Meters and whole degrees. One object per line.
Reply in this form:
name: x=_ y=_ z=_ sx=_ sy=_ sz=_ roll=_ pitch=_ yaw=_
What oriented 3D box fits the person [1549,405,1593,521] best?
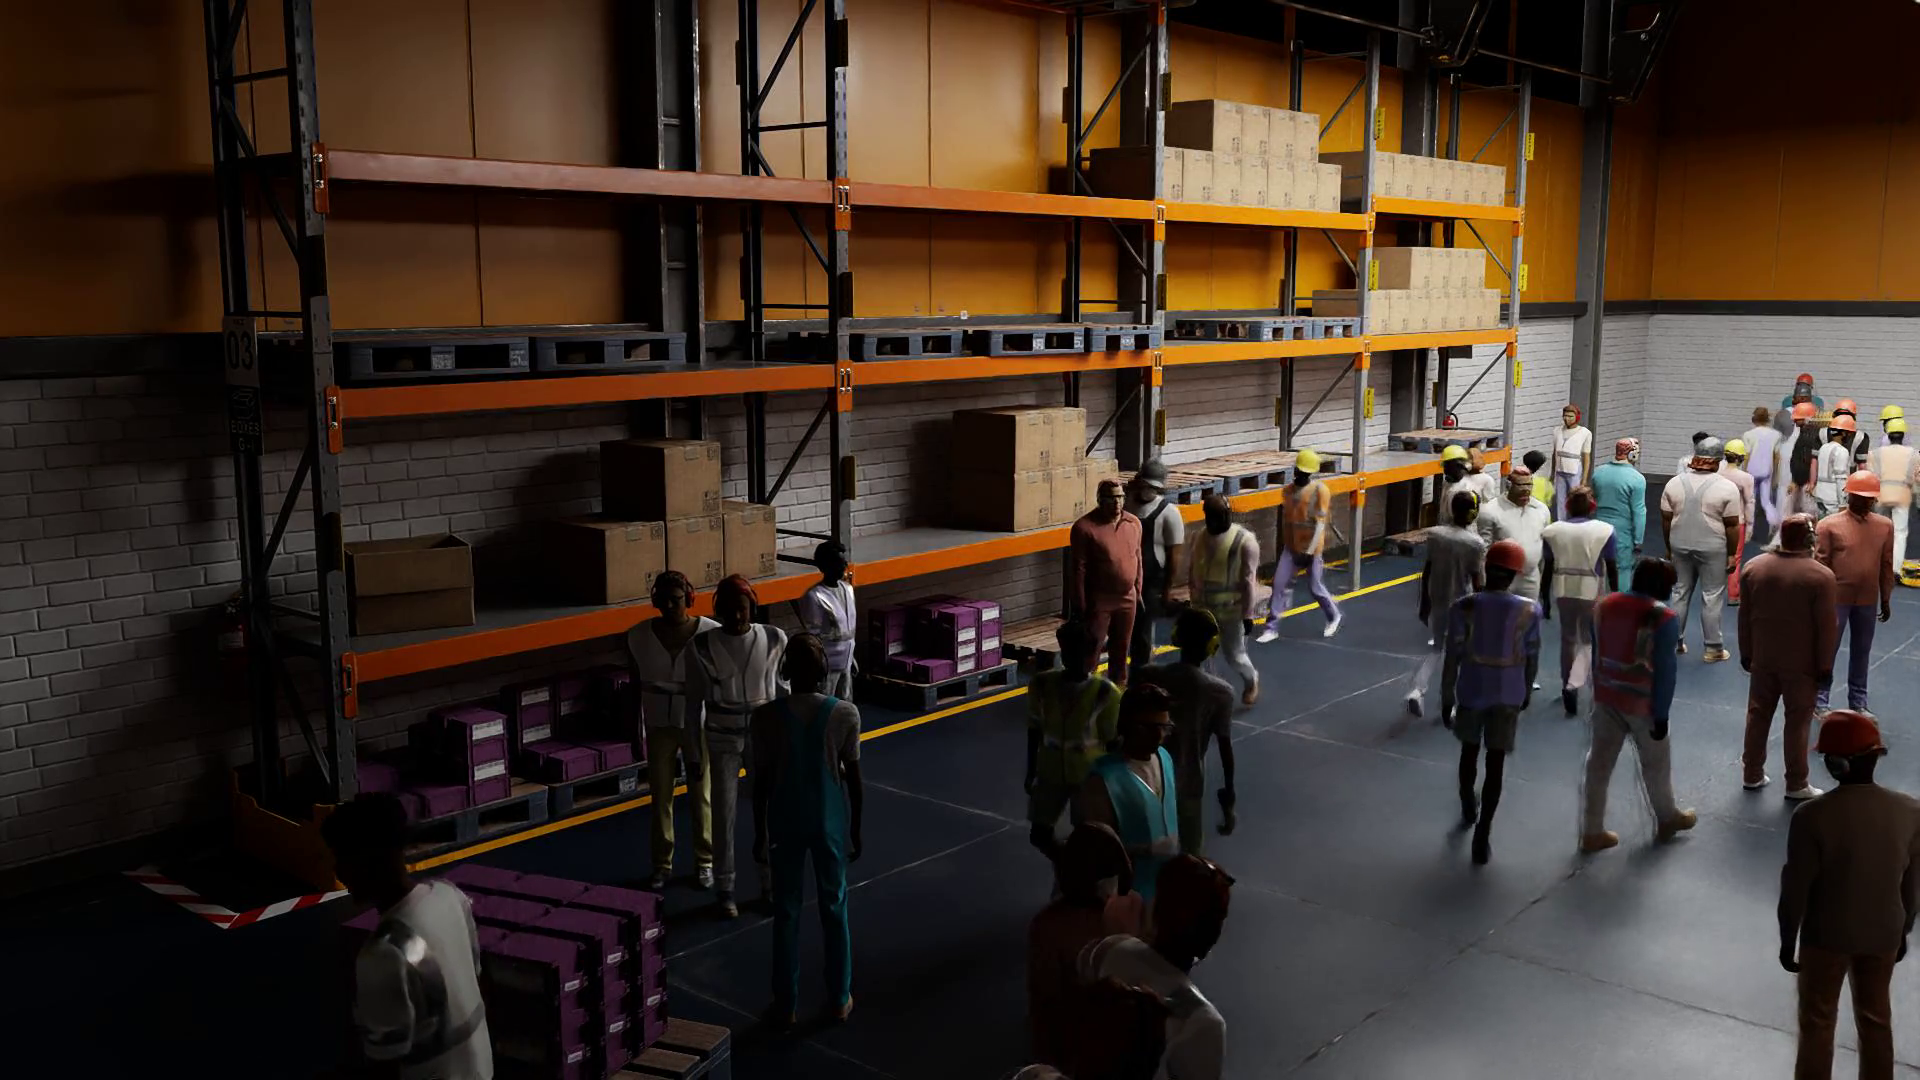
person: x=7.971 y=-0.848 z=21.715 sx=0.393 sy=1.836 sz=0.560 roll=-6 pitch=10 yaw=-32

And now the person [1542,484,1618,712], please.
person: x=4.974 y=0.455 z=13.379 sx=0.581 sy=1.812 sz=0.806 roll=6 pitch=11 yaw=36

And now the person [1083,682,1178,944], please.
person: x=0.682 y=1.472 z=6.734 sx=0.390 sy=1.838 sz=0.563 roll=6 pitch=11 yaw=35

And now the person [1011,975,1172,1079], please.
person: x=0.238 y=1.903 z=3.868 sx=0.479 sy=1.865 sz=0.620 roll=-3 pitch=9 yaw=-21

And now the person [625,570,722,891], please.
person: x=-1.587 y=1.065 z=9.382 sx=0.566 sy=1.837 sz=0.390 roll=-1 pitch=9 yaw=-4

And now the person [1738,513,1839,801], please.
person: x=5.518 y=0.765 z=11.074 sx=0.403 sy=1.906 sz=0.652 roll=-6 pitch=11 yaw=-34

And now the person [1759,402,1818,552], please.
person: x=10.646 y=-0.761 z=20.806 sx=0.923 sy=1.954 sz=0.613 roll=2 pitch=9 yaw=14

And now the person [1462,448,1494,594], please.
person: x=5.552 y=-0.190 z=18.114 sx=0.286 sy=1.633 sz=0.499 roll=-8 pitch=12 yaw=-43

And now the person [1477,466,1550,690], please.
person: x=4.652 y=0.323 z=13.956 sx=0.644 sy=1.901 sz=0.399 roll=-1 pitch=9 yaw=-7

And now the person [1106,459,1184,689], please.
person: x=1.462 y=0.287 z=13.724 sx=0.704 sy=2.000 sz=0.670 roll=6 pitch=11 yaw=35

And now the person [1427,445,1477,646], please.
person: x=4.701 y=0.046 z=15.749 sx=0.550 sy=1.892 sz=0.666 roll=-1 pitch=9 yaw=-3

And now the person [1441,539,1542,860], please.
person: x=3.237 y=0.923 z=10.150 sx=0.555 sy=1.867 sz=1.039 roll=3 pitch=9 yaw=19

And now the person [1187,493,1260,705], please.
person: x=2.058 y=0.519 z=12.960 sx=0.623 sy=1.810 sz=0.778 roll=6 pitch=11 yaw=35

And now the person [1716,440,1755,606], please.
person: x=8.167 y=-0.183 z=17.642 sx=0.317 sy=1.766 sz=0.533 roll=-7 pitch=11 yaw=-36

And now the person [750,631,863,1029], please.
person: x=-0.699 y=1.328 z=7.641 sx=0.514 sy=1.845 sz=0.338 roll=-2 pitch=9 yaw=-10

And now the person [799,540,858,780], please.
person: x=-0.875 y=0.838 z=11.280 sx=0.319 sy=1.696 sz=0.532 roll=5 pitch=10 yaw=29

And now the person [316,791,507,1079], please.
person: x=-1.675 y=1.686 z=5.149 sx=0.968 sy=1.903 sz=0.689 roll=0 pitch=9 yaw=0

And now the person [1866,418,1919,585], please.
person: x=10.628 y=-0.438 z=18.942 sx=0.626 sy=1.879 sz=0.820 roll=5 pitch=10 yaw=30

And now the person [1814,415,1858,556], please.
person: x=9.977 y=-0.466 z=18.966 sx=0.389 sy=1.925 sz=0.549 roll=1 pitch=9 yaw=4

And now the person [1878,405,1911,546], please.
person: x=11.486 y=-0.707 z=20.563 sx=0.592 sy=1.913 sz=0.397 roll=-7 pitch=11 yaw=-38

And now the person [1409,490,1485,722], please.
person: x=3.762 y=0.526 z=12.816 sx=0.506 sy=1.845 sz=0.534 roll=-8 pitch=12 yaw=-43

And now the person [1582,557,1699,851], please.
person: x=4.145 y=0.976 z=10.097 sx=0.931 sy=1.777 sz=0.655 roll=-5 pitch=10 yaw=-29

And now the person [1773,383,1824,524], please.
person: x=11.689 y=-1.180 z=23.190 sx=0.687 sy=2.000 sz=0.535 roll=4 pitch=10 yaw=23

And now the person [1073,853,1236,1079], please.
person: x=0.576 y=1.779 z=4.692 sx=0.671 sy=1.853 sz=0.599 roll=-3 pitch=9 yaw=-21

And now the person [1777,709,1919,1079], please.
person: x=3.522 y=1.535 z=6.636 sx=0.569 sy=1.743 sz=0.353 roll=-1 pitch=9 yaw=-4

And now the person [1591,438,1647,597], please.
person: x=6.541 y=-0.067 z=16.478 sx=0.399 sy=1.900 sz=0.644 roll=-4 pitch=10 yaw=-25

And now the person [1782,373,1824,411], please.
person: x=13.260 y=-1.628 z=26.232 sx=0.623 sy=1.990 sz=0.390 roll=4 pitch=10 yaw=23

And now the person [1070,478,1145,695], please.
person: x=1.180 y=0.458 z=13.056 sx=0.653 sy=1.906 sz=0.408 roll=-4 pitch=10 yaw=-26

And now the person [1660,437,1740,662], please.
person: x=6.760 y=0.070 z=15.123 sx=0.536 sy=2.000 sz=0.688 roll=-8 pitch=12 yaw=-41

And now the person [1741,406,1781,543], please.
person: x=10.463 y=-0.843 z=21.722 sx=0.514 sy=1.816 sz=0.822 roll=0 pitch=9 yaw=1

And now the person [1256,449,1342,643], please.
person: x=3.274 y=0.043 z=15.879 sx=0.919 sy=1.860 sz=0.574 roll=-8 pitch=12 yaw=-42

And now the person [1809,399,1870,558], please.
person: x=10.596 y=-0.689 z=20.072 sx=0.613 sy=2.031 sz=0.403 roll=5 pitch=10 yaw=30

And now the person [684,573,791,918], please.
person: x=-1.189 y=1.104 z=8.989 sx=0.589 sy=1.877 sz=0.359 roll=-3 pitch=9 yaw=-18

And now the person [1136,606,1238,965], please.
person: x=1.064 y=1.242 z=8.198 sx=0.591 sy=1.848 sz=0.516 roll=4 pitch=10 yaw=25

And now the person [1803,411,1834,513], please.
person: x=11.412 y=-0.844 z=22.019 sx=0.493 sy=1.730 sz=0.324 roll=4 pitch=10 yaw=26

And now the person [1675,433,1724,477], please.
person: x=8.667 y=-0.437 z=19.601 sx=0.539 sy=1.650 sz=0.868 roll=9 pitch=12 yaw=44

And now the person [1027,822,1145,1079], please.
person: x=0.441 y=1.743 z=5.643 sx=0.508 sy=1.632 sz=0.271 roll=-7 pitch=11 yaw=-37

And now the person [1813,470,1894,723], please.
person: x=6.918 y=0.445 z=12.896 sx=0.614 sy=1.987 sz=0.408 roll=0 pitch=9 yaw=-1

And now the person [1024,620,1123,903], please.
person: x=0.601 y=1.232 z=8.753 sx=0.543 sy=1.683 sz=0.414 roll=4 pitch=9 yaw=22
